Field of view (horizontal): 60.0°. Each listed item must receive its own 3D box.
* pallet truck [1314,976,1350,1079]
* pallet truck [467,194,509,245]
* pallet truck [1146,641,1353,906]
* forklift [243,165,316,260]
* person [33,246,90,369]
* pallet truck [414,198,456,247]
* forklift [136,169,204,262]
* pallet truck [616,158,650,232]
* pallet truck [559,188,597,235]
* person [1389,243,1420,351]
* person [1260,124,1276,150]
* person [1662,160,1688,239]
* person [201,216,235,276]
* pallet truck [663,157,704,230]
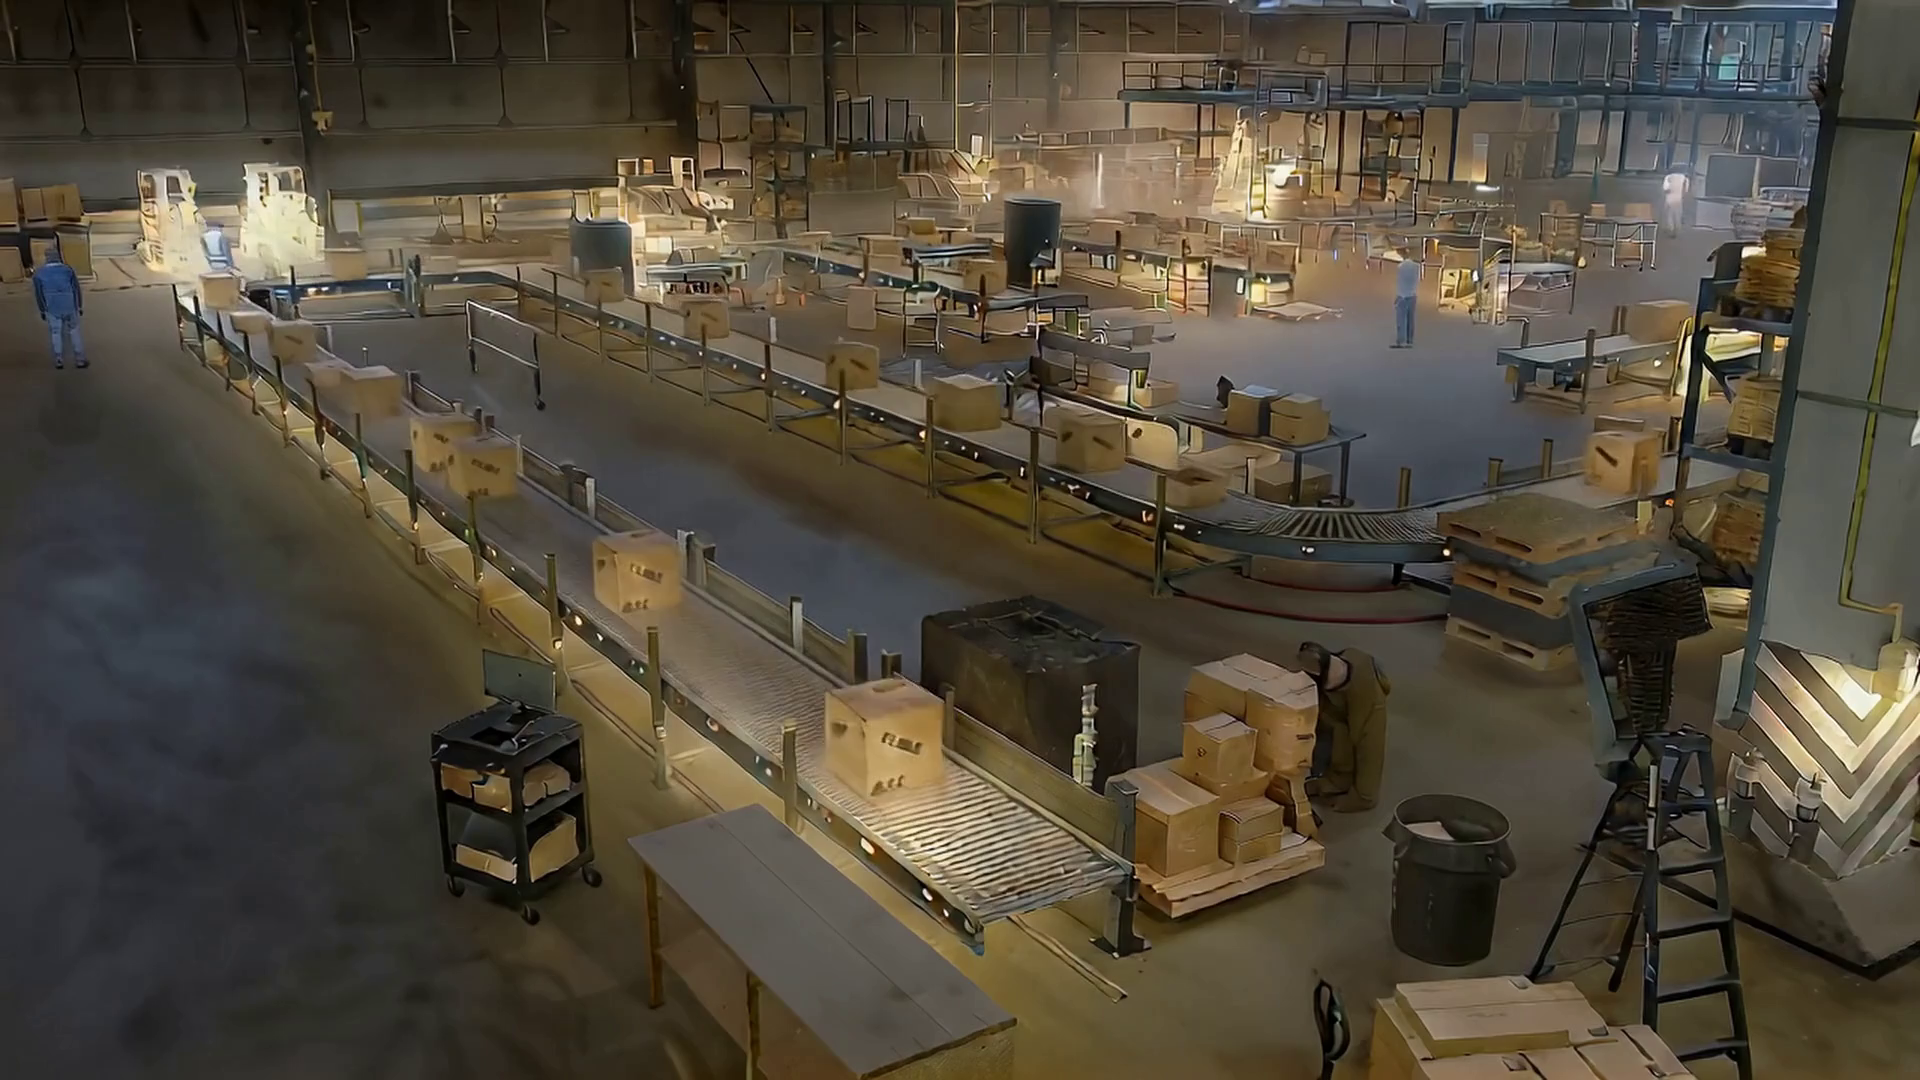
[{"bbox_3d":[2.299,2.390,7.086,1.601,1.201,0.680,-2,17,-7],"label":"pallet truck"},{"bbox_3d":[-11.983,-8.177,42.137,0.704,1.261,1.522,-11,20,-33],"label":"pallet truck"},{"bbox_3d":[1.664,1.407,10.232,1.630,1.274,0.653,-10,20,-31],"label":"pallet truck"},{"bbox_3d":[-15.898,-7.669,38.708,1.157,1.987,2.680,-11,20,-33],"label":"forklift"},{"bbox_3d":[-14.014,-3.625,25.937,0.639,1.909,0.409,-6,18,-18],"label":"person"},{"bbox_3d":[-13.250,-8.060,41.856,0.680,1.201,1.601,-10,20,-31],"label":"pallet truck"},{"bbox_3d":[-17.842,-7.318,37.559,1.157,1.987,2.680,-10,20,-31],"label":"forklift"},{"bbox_3d":[-8.918,-9.176,44.255,0.823,1.965,1.885,-9,19,-27],"label":"pallet truck"},{"bbox_3d":[-10.010,-8.652,43.699,0.653,1.274,1.630,-10,20,-31],"label":"pallet truck"},{"bbox_3d":[7.355,-4.014,27.466,0.533,1.772,0.297,-11,20,-32],"label":"person"},{"bbox_3d":[12.105,-15.353,65.079,0.583,1.836,0.968,-13,21,-36],"label":"person"},{"bbox_3d":[18.353,-8.722,42.696,0.610,2.030,0.664,-2,17,-7],"label":"person"},{"bbox_3d":[-13.890,-5.206,31.380,0.626,1.792,0.873,1,17,5],"label":"person"},{"bbox_3d":[-7.586,-9.308,44.692,0.823,1.965,1.885,-11,20,-33],"label":"pallet truck"}]
